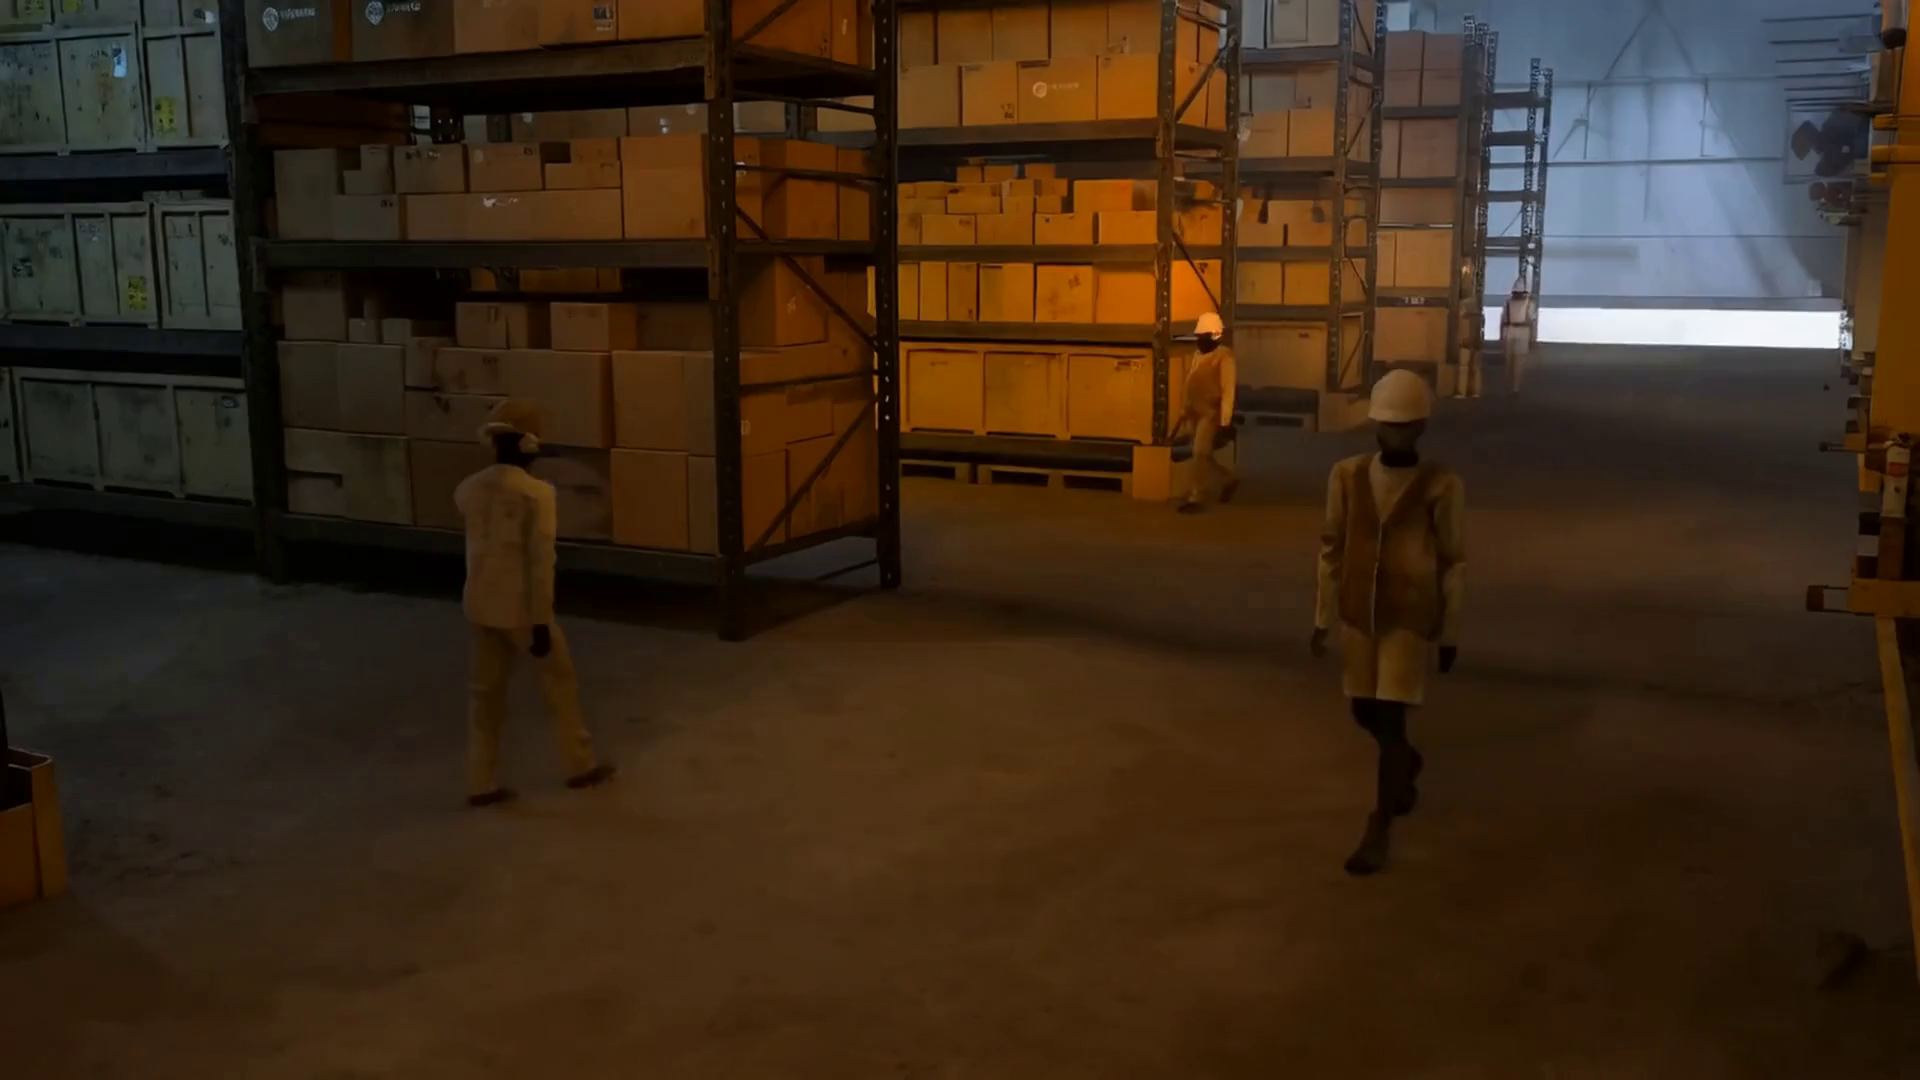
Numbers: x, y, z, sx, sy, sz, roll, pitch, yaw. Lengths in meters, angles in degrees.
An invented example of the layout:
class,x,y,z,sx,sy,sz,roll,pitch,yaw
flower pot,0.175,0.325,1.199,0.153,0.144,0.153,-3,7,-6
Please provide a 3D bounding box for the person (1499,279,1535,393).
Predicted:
class,x,y,z,sx,sy,sz,roll,pitch,yaw
person,9.341,-3.424,27.890,0.546,1.914,0.724,5,11,25

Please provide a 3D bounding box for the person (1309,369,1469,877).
class,x,y,z,sx,sy,sz,roll,pitch,yaw
person,1.704,0.274,6.489,0.549,1.910,0.858,7,12,36

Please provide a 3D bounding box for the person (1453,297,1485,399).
class,x,y,z,sx,sy,sz,roll,pitch,yaw
person,8.133,-3.060,26.563,0.520,1.636,0.313,-3,10,-17

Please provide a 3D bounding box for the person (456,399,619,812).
class,x,y,z,sx,sy,sz,roll,pitch,yaw
person,-1.839,0.264,7.090,0.562,1.710,0.741,5,11,29

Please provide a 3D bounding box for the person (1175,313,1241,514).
class,x,y,z,sx,sy,sz,roll,pitch,yaw
person,2.266,-1.152,15.023,0.719,1.803,0.599,-4,11,-23
